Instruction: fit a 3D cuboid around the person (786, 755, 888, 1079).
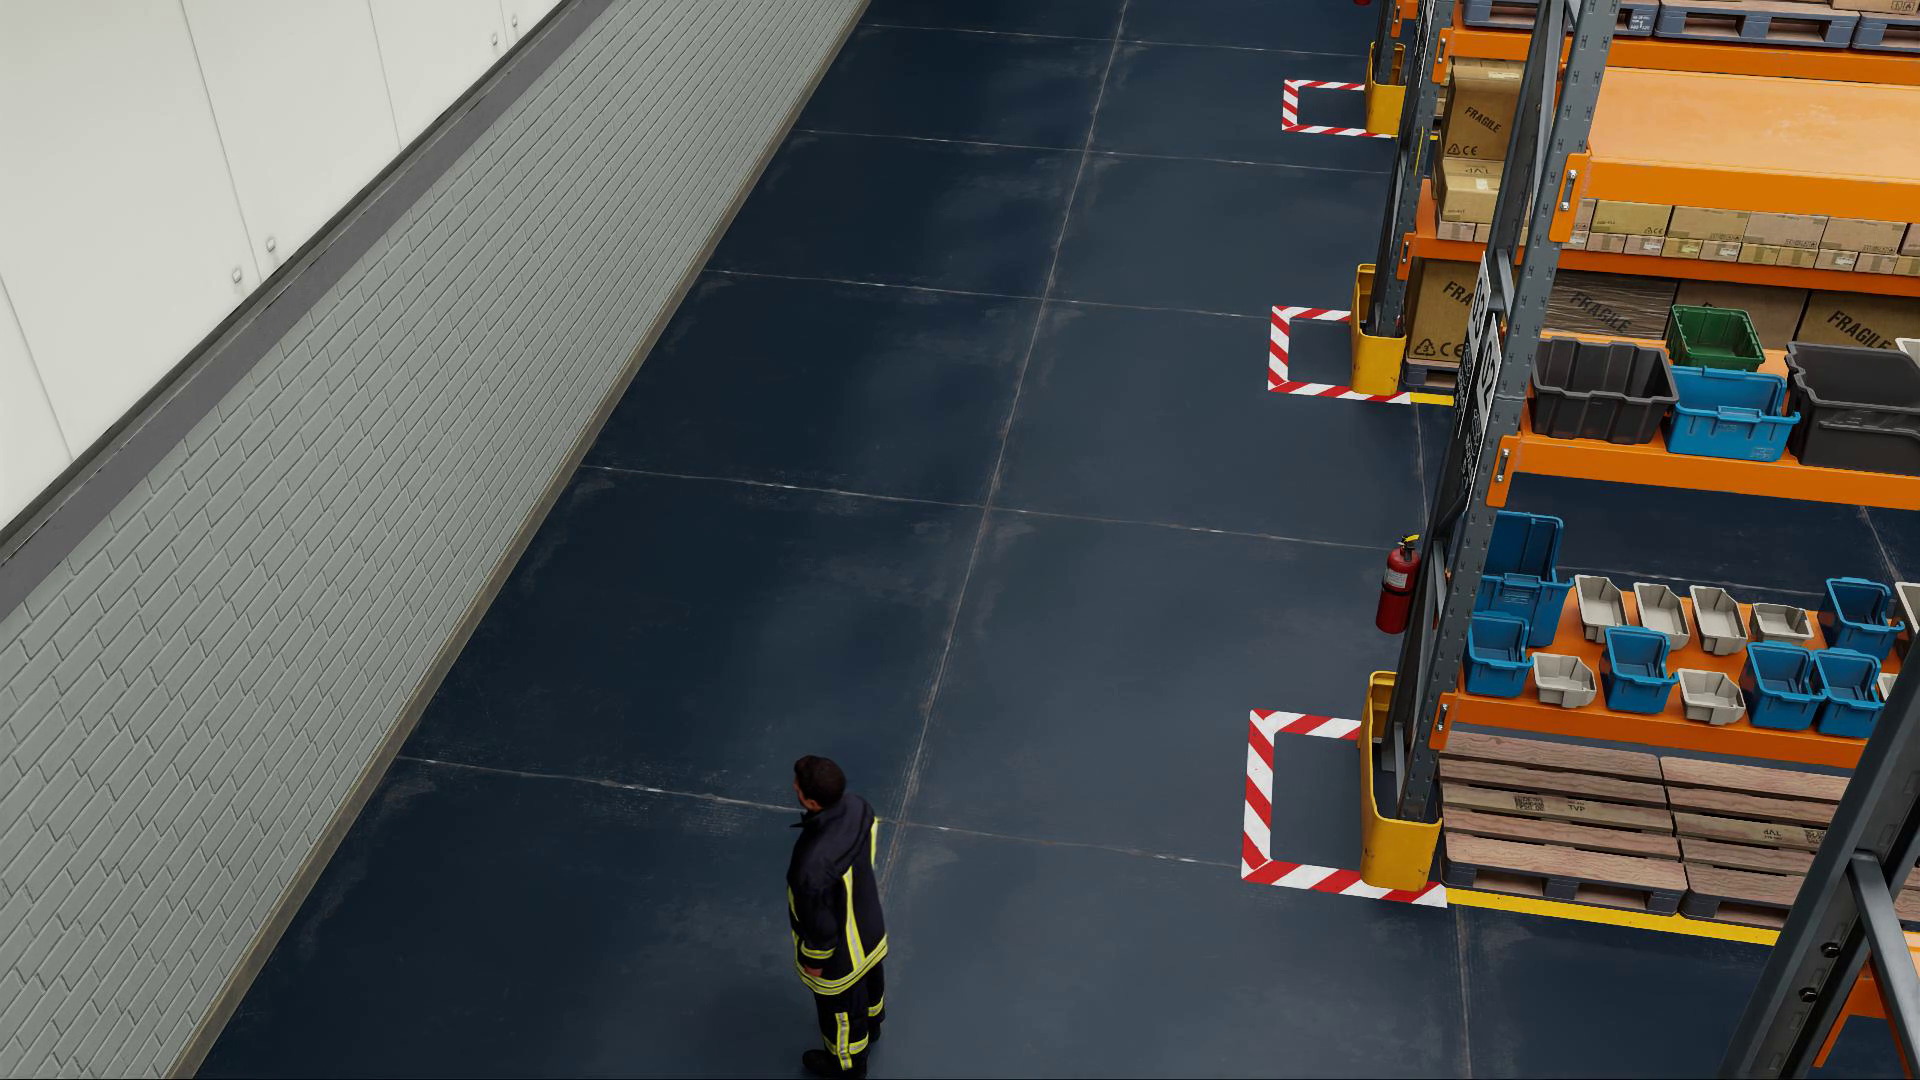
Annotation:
[{"bbox_3d":[-0.541,1.694,7.420,0.711,1.926,0.825,11,39,15],"label":"person"}]
